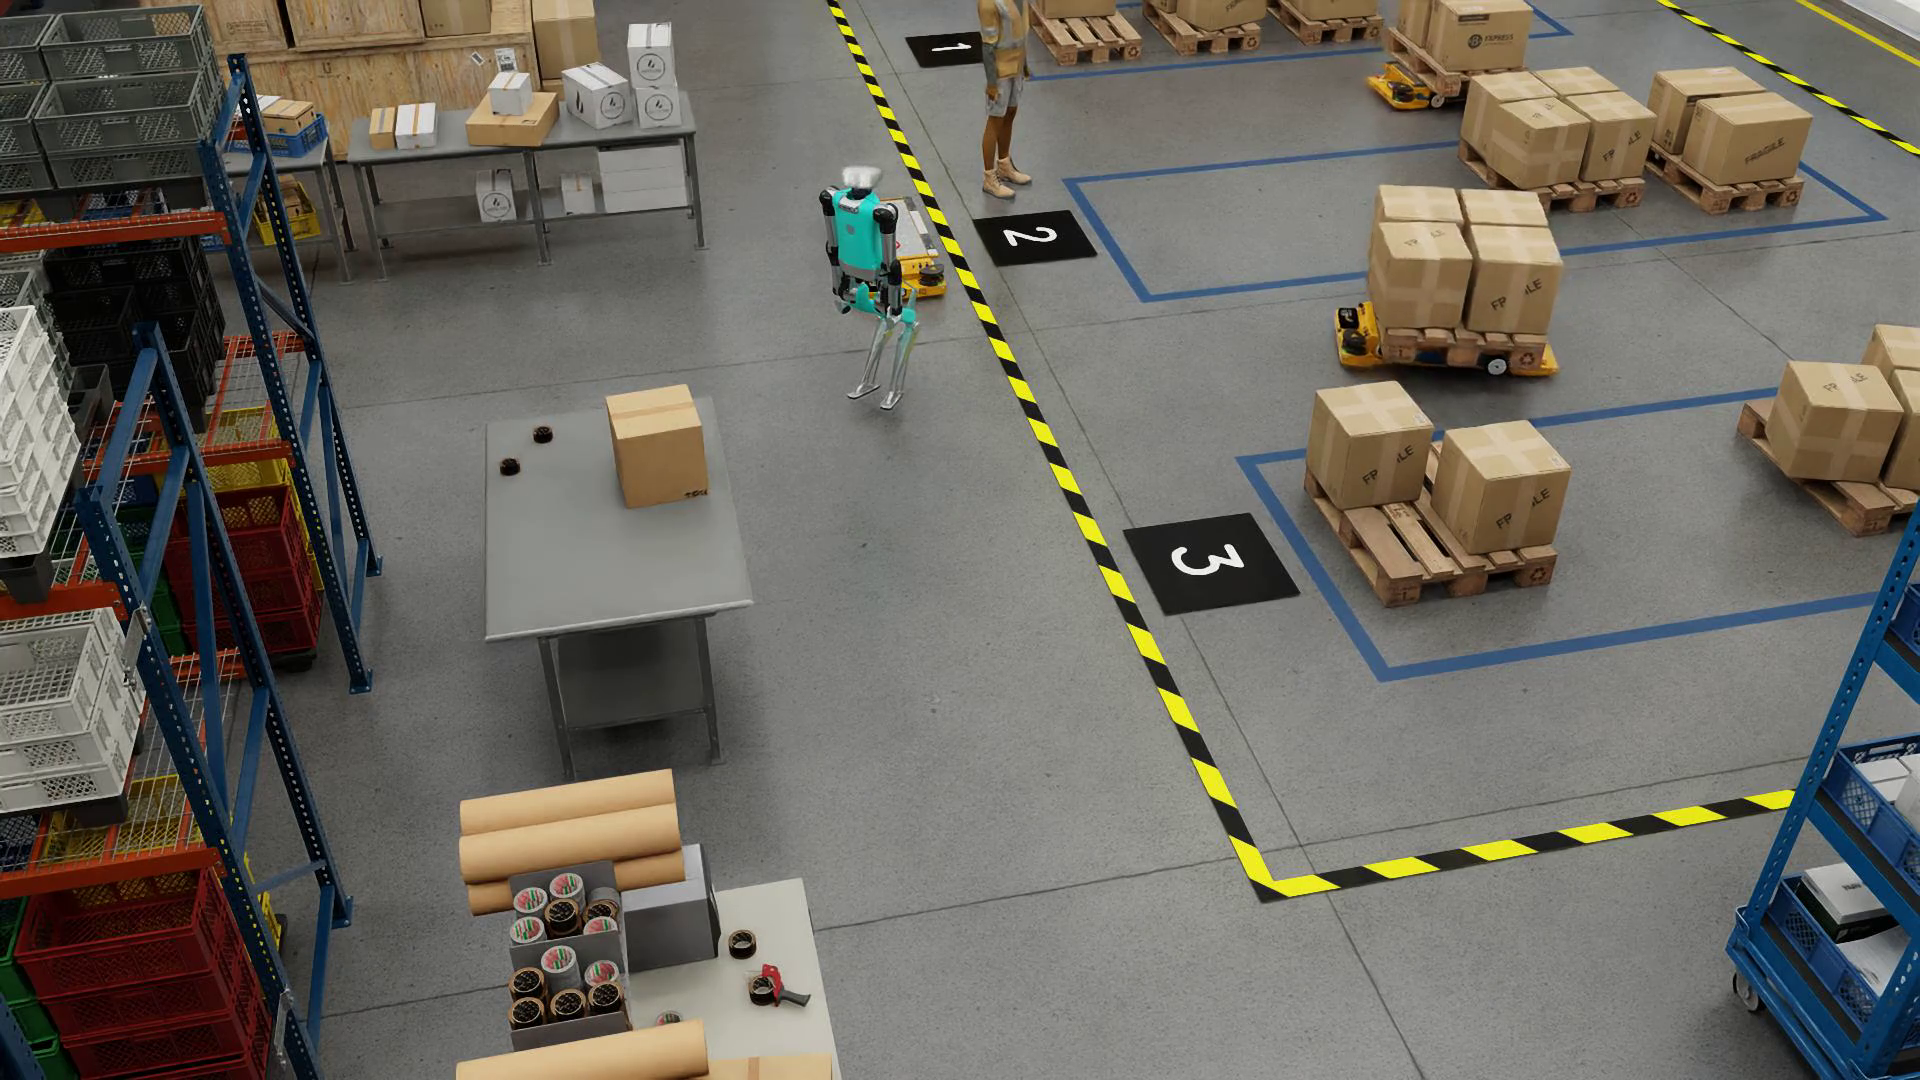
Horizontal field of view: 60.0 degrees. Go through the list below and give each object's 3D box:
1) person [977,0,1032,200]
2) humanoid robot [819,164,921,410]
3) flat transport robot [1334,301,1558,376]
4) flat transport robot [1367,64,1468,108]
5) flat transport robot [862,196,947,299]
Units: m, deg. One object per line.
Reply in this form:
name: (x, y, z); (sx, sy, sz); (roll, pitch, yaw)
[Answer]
person: (0.376, -3.710, 13.053); (0.366, 2.048, 0.604); (19, 40, 23)
humanoid robot: (-0.473, -1.635, 10.410); (0.533, 1.676, 0.735); (22, 42, 26)
flat transport robot: (3.330, -1.412, 11.428); (1.431, 0.197, 0.652); (4, 37, 5)
flat transport robot: (4.522, -4.202, 15.177); (1.431, 0.197, 0.652); (-8, 37, -10)
flat transport robot: (-0.570, -2.220, 12.538); (0.659, 0.231, 1.431); (-8, 37, -10)
